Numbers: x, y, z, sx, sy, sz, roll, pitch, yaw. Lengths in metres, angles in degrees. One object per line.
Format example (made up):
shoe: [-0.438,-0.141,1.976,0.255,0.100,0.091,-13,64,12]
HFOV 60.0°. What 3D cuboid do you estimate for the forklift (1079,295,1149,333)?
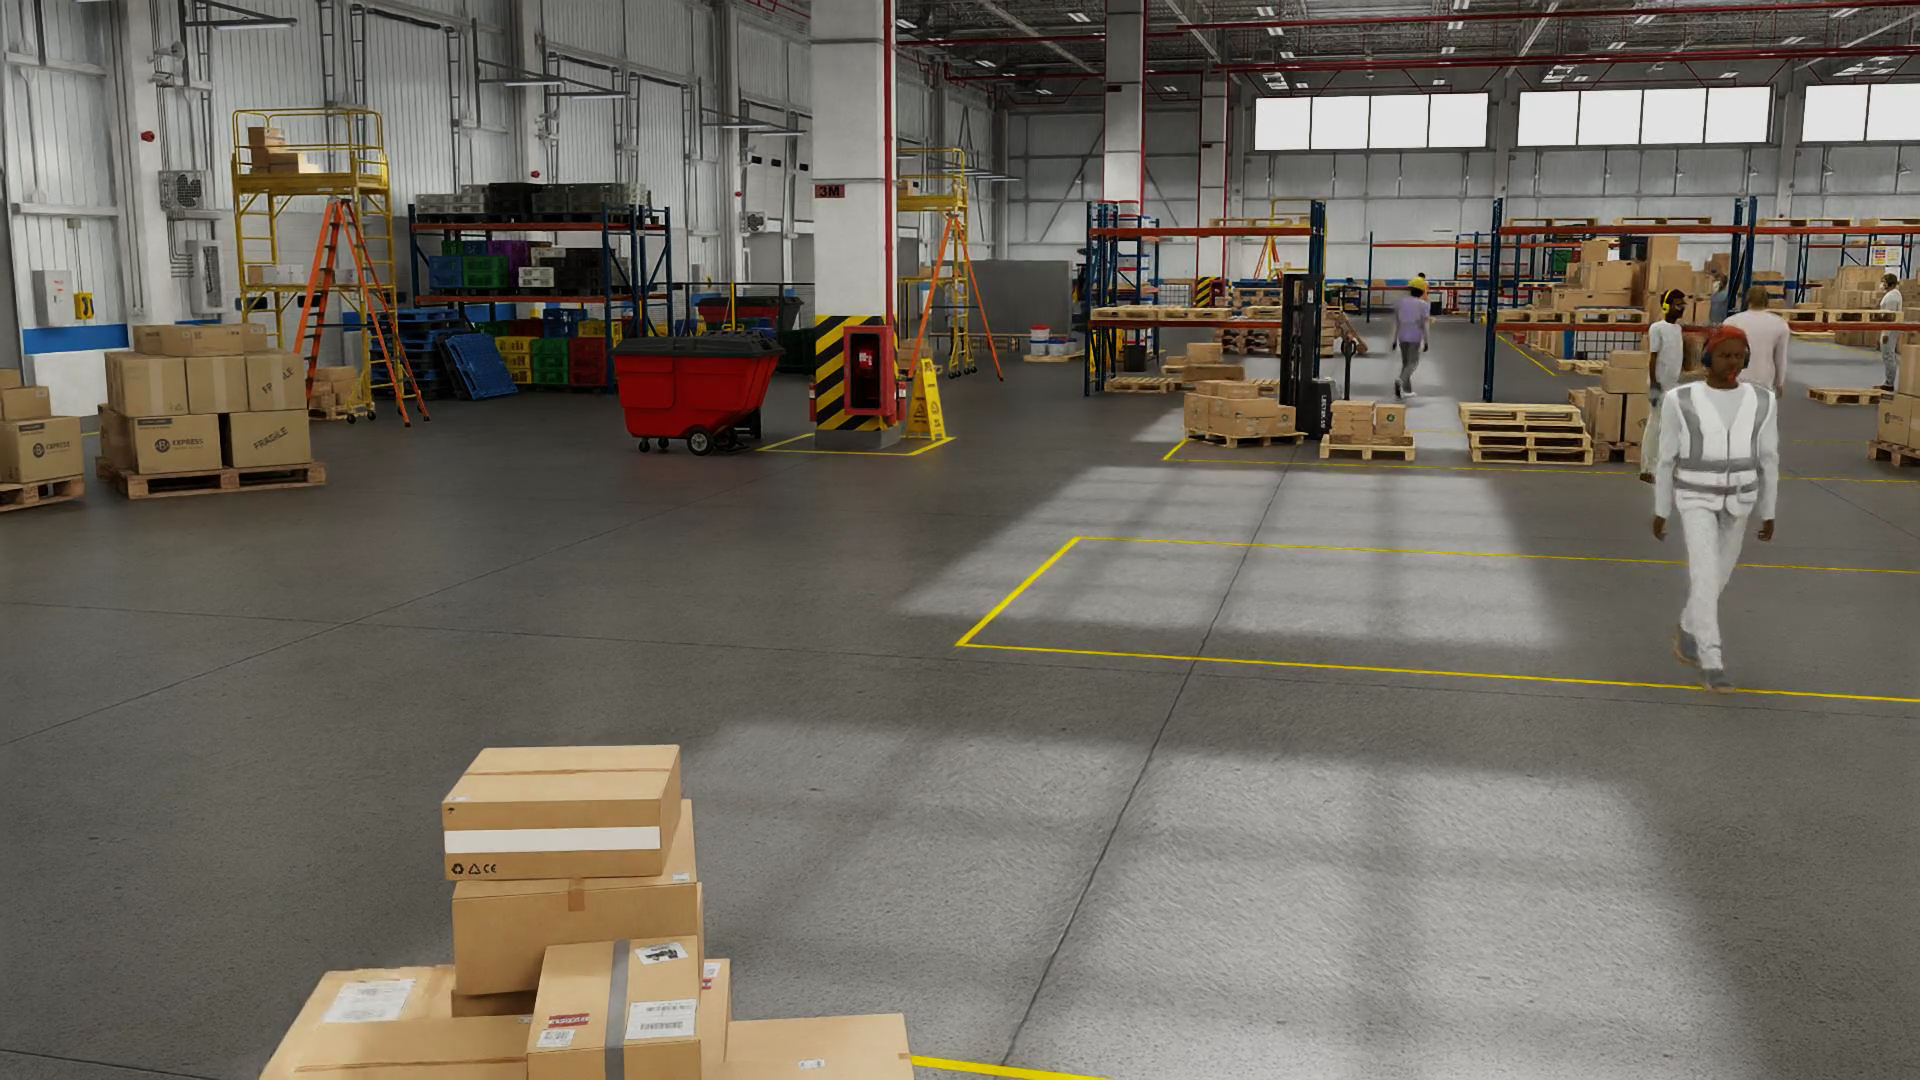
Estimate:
forklift: [4.408,-7.276,47.242,1.873,2.768,1.129,2,10,14]

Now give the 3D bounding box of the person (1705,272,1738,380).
person: [13.114,-3.642,28.670,0.365,1.930,0.630,-2,10,-10]

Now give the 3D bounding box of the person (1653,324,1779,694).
person: [3.899,-0.195,8.622,0.587,1.850,0.921,1,10,3]

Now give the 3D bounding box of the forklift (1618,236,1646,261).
forklift: [20.539,-7.913,50.997,1.129,2.768,1.873,-5,11,-29]

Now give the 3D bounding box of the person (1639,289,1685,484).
person: [6.825,-1.477,16.070,0.521,1.874,0.328,-8,12,-39]

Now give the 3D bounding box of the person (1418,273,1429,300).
person: [14.954,-7.825,53.985,0.530,1.689,0.321,-2,10,-10]

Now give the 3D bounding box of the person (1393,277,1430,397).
person: [6.950,-3.123,25.726,0.611,1.890,0.761,8,13,41]

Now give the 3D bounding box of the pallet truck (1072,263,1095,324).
pallet truck: [4.325,-8.180,55.162,0.823,1.965,1.885,6,11,31]

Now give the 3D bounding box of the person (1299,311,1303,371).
person: [6.681,-4.092,31.869,0.322,1.736,0.487,7,12,34]

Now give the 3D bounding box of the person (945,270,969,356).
person: [-0.074,-5.058,36.985,0.542,1.929,0.369,-1,10,-7]

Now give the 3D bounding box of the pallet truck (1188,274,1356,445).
pallet truck: [3.653,-2.138,19.590,1.885,1.965,0.823,-4,10,-20]

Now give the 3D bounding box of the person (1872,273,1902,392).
person: [15.159,-3.385,27.150,0.378,1.931,0.624,6,11,31]

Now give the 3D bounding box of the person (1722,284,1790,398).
person: [7.839,-1.570,16.470,0.624,1.919,0.485,3,10,19]
